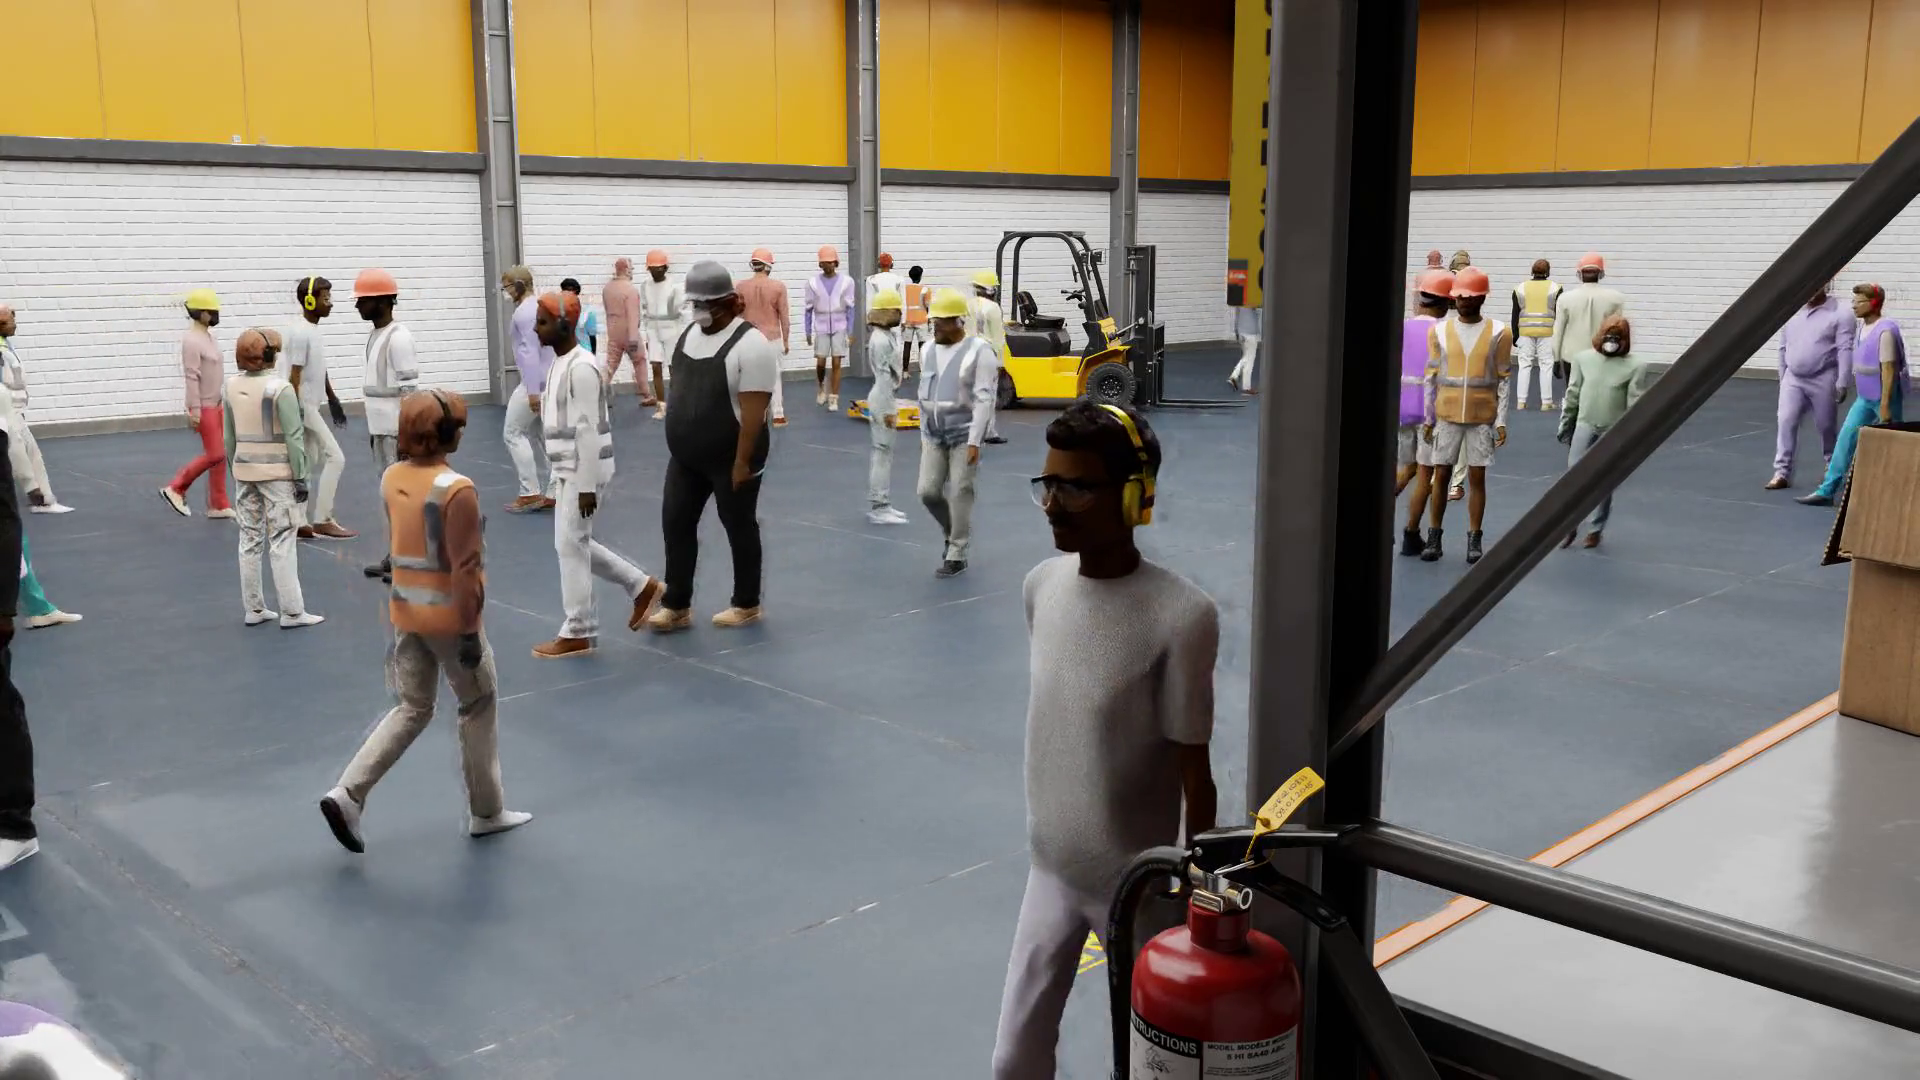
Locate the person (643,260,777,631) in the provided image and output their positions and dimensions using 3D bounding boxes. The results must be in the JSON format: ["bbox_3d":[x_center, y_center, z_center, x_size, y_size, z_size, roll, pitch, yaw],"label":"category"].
[{"bbox_3d":[-1.345,-0.492,8.828,0.698,2.000,0.815,7,13,35],"label":"person"}]

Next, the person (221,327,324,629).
[{"bbox_3d":[-3.760,-0.328,9.027,0.517,1.641,0.308,4,11,21],"label":"person"}]

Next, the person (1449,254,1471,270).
[{"bbox_3d":[5.024,-1.926,16.927,0.637,1.936,0.355,-7,12,-33],"label":"person"}]

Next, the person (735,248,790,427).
[{"bbox_3d":[-2.200,-2.256,18.575,0.616,1.990,0.393,1,10,5],"label":"person"}]

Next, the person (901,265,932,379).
[{"bbox_3d":[-0.660,-3.216,24.650,0.530,1.690,0.321,4,11,19],"label":"person"}]

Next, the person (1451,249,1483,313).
[{"bbox_3d":[6.735,-2.948,22.501,0.630,1.940,0.373,2,11,11],"label":"person"}]

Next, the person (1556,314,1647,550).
[{"bbox_3d":[4.298,-0.719,11.220,0.569,1.602,0.559,7,12,33],"label":"person"}]

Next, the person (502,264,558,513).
[{"bbox_3d":[-3.326,-1.155,12.797,0.636,1.907,0.660,0,10,0],"label":"person"}]

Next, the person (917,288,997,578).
[{"bbox_3d":[-0.034,-0.667,10.414,0.588,1.811,0.461,7,12,33],"label":"person"}]

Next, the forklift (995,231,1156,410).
[{"bbox_3d":[1.222,-2.721,20.561,2.313,2.155,1.214,2,11,13],"label":"forklift"}]

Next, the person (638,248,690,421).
[{"bbox_3d":[-3.392,-2.404,19.408,0.618,2.001,0.809,3,11,18],"label":"person"}]

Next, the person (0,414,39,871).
[{"bbox_3d":[-3.366,0.167,5.565,0.590,1.920,0.398,5,11,24],"label":"person"}]

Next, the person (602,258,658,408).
[{"bbox_3d":[-4.174,-2.556,20.583,0.654,1.866,0.969,9,14,40],"label":"person"}]

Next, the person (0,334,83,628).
[{"bbox_3d":[-5.137,-0.305,8.706,0.520,1.724,0.918,8,13,36],"label":"person"}]

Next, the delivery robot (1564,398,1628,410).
[{"bbox_3d":[6.758,-1.395,17.547,0.707,0.478,0.477,0,10,0],"label":"delivery robot"}]

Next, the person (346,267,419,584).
[{"bbox_3d":[-3.520,-0.695,10.215,0.374,1.935,0.552,-8,13,-37],"label":"person"}]

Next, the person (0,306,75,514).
[{"bbox_3d":[-7.292,-0.975,12.641,0.816,1.604,0.522,-4,11,-21],"label":"person"}]

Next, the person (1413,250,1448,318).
[{"bbox_3d":[7.112,-3.393,25.027,0.639,1.904,0.402,-1,10,-3],"label":"person"}]

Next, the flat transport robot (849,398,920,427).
[{"bbox_3d":[-0.732,-1.454,18.904,0.652,0.197,1.431,-4,11,-22],"label":"flat transport robot"}]

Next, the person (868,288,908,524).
[{"bbox_3d":[-0.535,-0.993,12.372,0.313,1.742,0.489,0,10,0],"label":"person"}]

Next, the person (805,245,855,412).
[{"bbox_3d":[-1.575,-2.564,20.199,0.604,2.021,0.540,-1,10,-3],"label":"person"}]

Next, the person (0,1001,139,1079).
[{"bbox_3d":[-0.829,0.960,1.279,0.585,1.904,0.431,5,12,27],"label":"person"}]

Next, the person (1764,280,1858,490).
[{"bbox_3d":[7.254,-1.368,14.086,0.951,1.862,0.669,-8,13,-38],"label":"person"}]

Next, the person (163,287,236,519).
[{"bbox_3d":[-5.655,-1.003,12.413,0.463,1.753,0.526,-1,10,-5],"label":"person"}]

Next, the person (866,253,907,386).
[{"bbox_3d":[-1.045,-3.110,23.533,0.584,1.882,0.349,-2,11,-11],"label":"person"}]

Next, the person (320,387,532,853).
[{"bbox_3d":[-1.864,0.290,5.720,0.516,1.623,0.689,8,13,37],"label":"person"}]

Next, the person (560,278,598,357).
[{"bbox_3d":[-4.197,-1.968,17.910,0.547,1.666,0.792,0,10,2],"label":"person"}]

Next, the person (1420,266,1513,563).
[{"bbox_3d":[3.284,-0.806,10.824,0.549,1.933,0.373,4,11,19],"label":"person"}]

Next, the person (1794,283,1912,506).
[{"bbox_3d":[7.178,-1.103,12.917,1.042,1.777,0.582,1,10,7],"label":"person"}]

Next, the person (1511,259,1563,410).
[{"bbox_3d":[7.068,-2.506,20.352,0.619,1.845,0.430,6,12,28],"label":"person"}]

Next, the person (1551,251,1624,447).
[{"bbox_3d":[5.904,-1.722,15.677,0.639,1.983,0.441,4,11,19],"label":"person"}]

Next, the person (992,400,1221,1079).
[{"bbox_3d":[0.334,0.637,3.234,0.875,1.845,0.523,-9,13,-39],"label":"person"}]

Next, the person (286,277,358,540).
[{"bbox_3d":[-4.471,-0.906,11.630,0.633,1.842,0.560,-3,11,-16],"label":"person"}]

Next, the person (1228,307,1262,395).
[{"bbox_3d":[3.878,-2.745,22.271,0.356,1.624,0.514,-5,11,-24],"label":"person"}]

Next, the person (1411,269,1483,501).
[{"bbox_3d":[3.949,-1.247,13.429,0.329,1.865,0.515,-9,14,-42],"label":"person"}]

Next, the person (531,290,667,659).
[{"bbox_3d":[-1.865,-0.334,8.458,0.648,1.869,0.588,-5,11,-25],"label":"person"}]

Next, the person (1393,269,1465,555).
[{"bbox_3d":[3.075,-0.837,11.083,0.491,1.910,0.551,-9,13,-39],"label":"person"}]

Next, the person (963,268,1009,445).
[{"bbox_3d":[0.185,-1.810,16.669,0.728,1.810,0.591,-6,12,-29],"label":"person"}]
